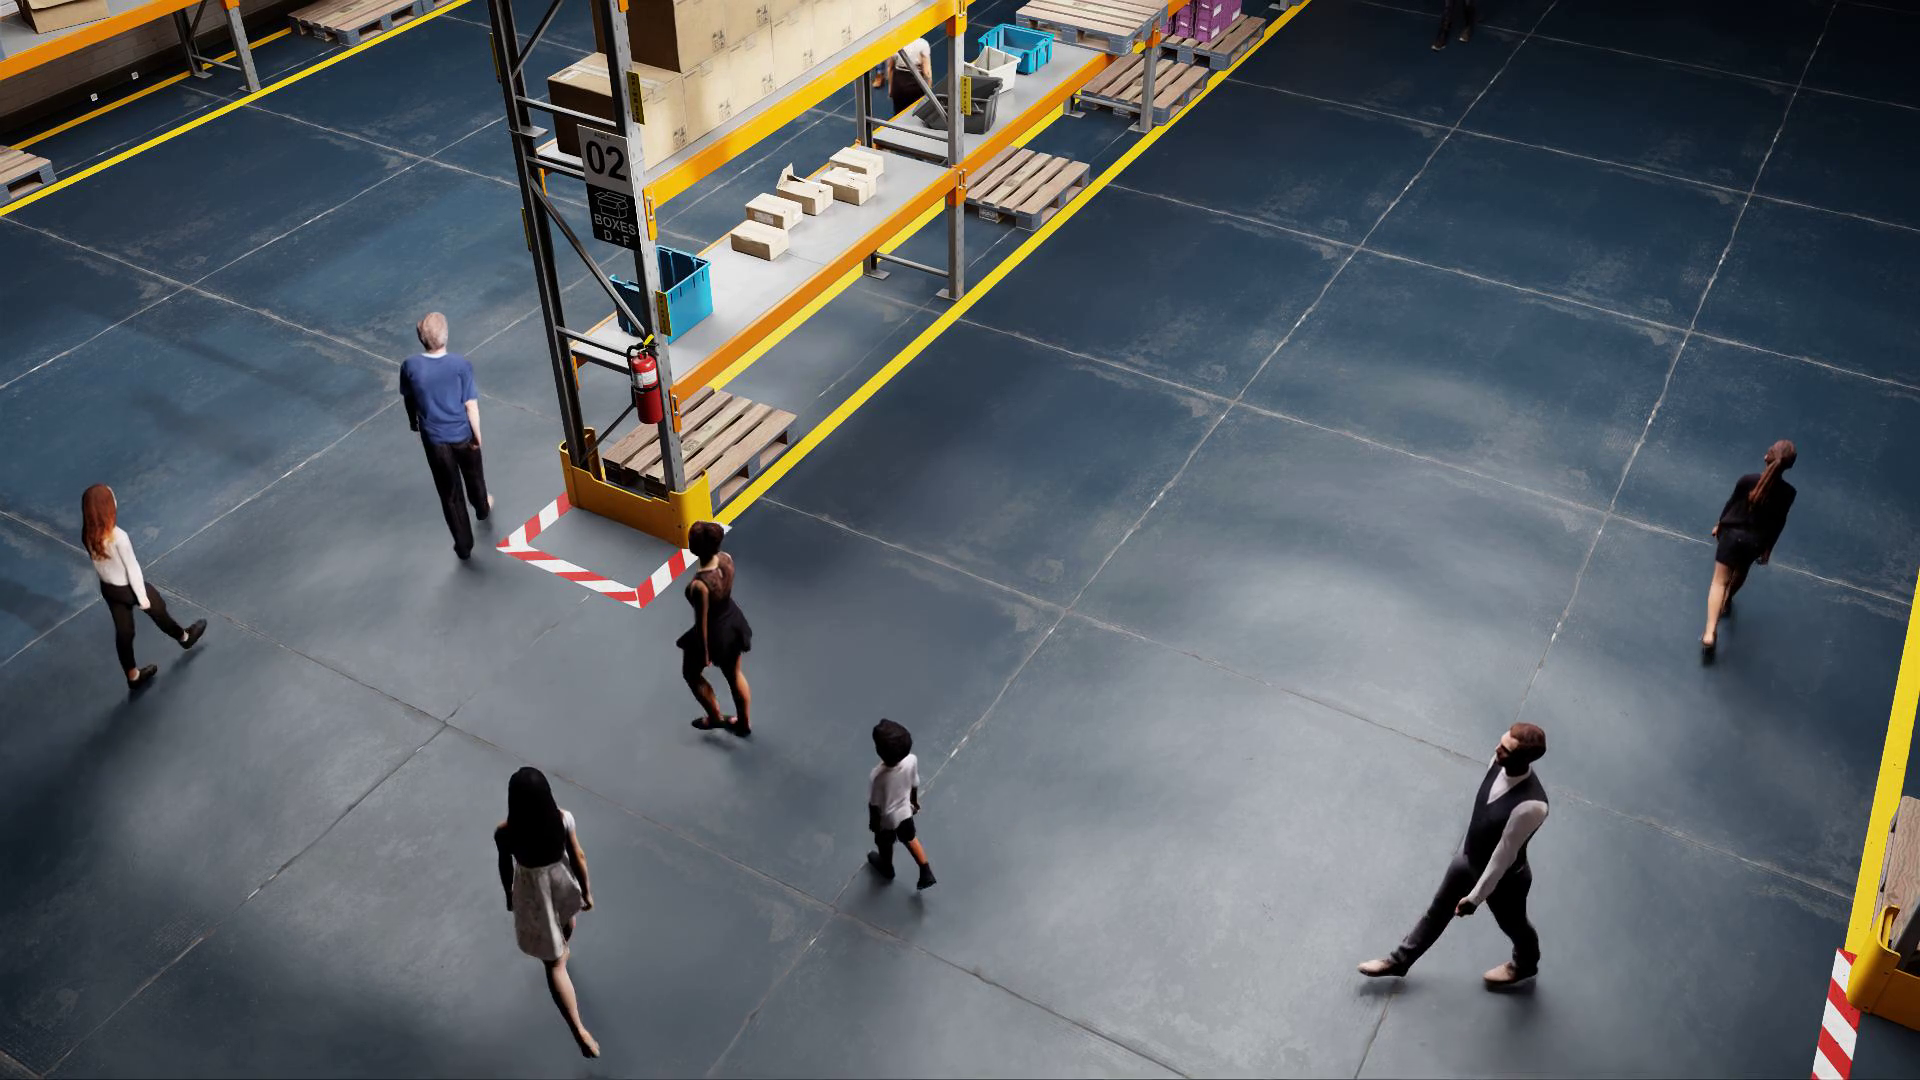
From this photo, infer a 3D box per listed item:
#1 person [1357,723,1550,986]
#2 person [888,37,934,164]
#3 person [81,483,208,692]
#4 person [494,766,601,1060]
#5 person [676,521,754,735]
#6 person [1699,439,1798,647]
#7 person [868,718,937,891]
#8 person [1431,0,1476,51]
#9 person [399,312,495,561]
[{"bbox_3d":[2.841,1.688,8.567,1.224,1.888,1.229,-6,39,-7],"label":"person"},{"bbox_3d":[-0.515,-4.343,16.236,0.672,1.742,0.853,17,42,20],"label":"person"},{"bbox_3d":[-5.369,0.352,10.589,0.674,1.453,0.927,12,40,15],"label":"person"},{"bbox_3d":[-2.071,1.888,8.442,1.164,1.732,1.134,-14,41,-17],"label":"person"},{"bbox_3d":[-1.413,0.589,10.123,0.660,1.665,0.590,17,42,20],"label":"person"},{"bbox_3d":[5.142,0.032,10.926,0.623,1.533,1.053,14,41,17],"label":"person"},{"bbox_3d":[-0.341,1.516,9.295,0.748,1.249,0.691,-29,47,-31],"label":"person"},{"bbox_3d":[5.807,-6.505,18.921,0.760,1.770,1.021,26,46,29],"label":"person"},{"bbox_3d":[-3.540,-0.663,11.552,1.011,1.837,1.069,-12,40,-15],"label":"person"}]
